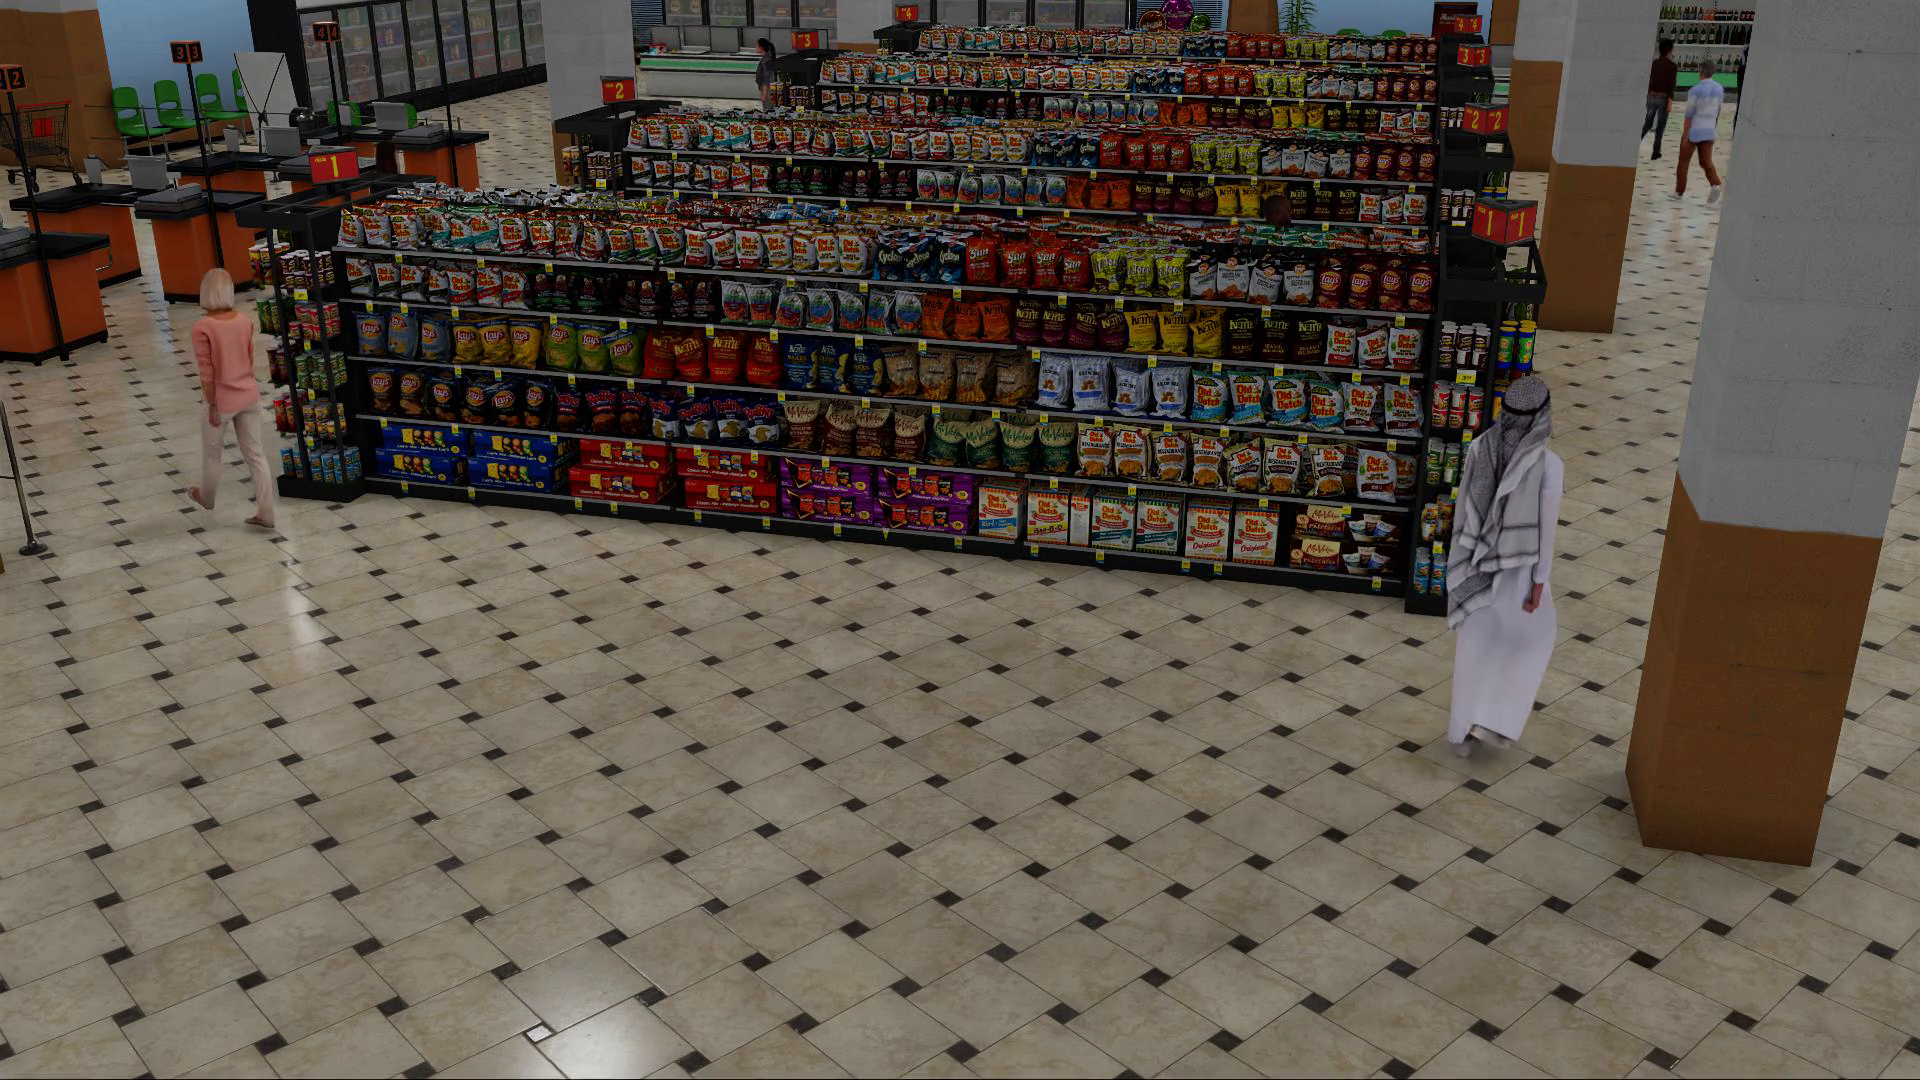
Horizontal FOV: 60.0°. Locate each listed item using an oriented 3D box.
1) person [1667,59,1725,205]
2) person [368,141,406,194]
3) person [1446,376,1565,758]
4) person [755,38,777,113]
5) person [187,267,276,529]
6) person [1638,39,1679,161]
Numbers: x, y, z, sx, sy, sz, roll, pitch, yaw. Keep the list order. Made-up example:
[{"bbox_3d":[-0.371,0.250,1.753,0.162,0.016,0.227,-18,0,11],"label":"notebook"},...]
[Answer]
[{"bbox_3d":[9.623,-5.248,21.517,1.155,1.798,1.066,-4,22,-10],"label":"person"},{"bbox_3d":[-5.432,-2.994,16.056,0.564,1.689,0.710,0,22,0],"label":"person"},{"bbox_3d":[2.509,0.180,7.858,0.834,1.910,0.893,17,27,35],"label":"person"},{"bbox_3d":[-2.990,-6.974,25.975,0.623,1.678,0.651,2,22,5],"label":"person"},{"bbox_3d":[-4.669,-0.879,10.804,1.130,1.679,0.828,12,25,28],"label":"person"},{"bbox_3d":[10.307,-6.491,24.663,1.056,1.759,1.099,-19,29,-39],"label":"person"}]
